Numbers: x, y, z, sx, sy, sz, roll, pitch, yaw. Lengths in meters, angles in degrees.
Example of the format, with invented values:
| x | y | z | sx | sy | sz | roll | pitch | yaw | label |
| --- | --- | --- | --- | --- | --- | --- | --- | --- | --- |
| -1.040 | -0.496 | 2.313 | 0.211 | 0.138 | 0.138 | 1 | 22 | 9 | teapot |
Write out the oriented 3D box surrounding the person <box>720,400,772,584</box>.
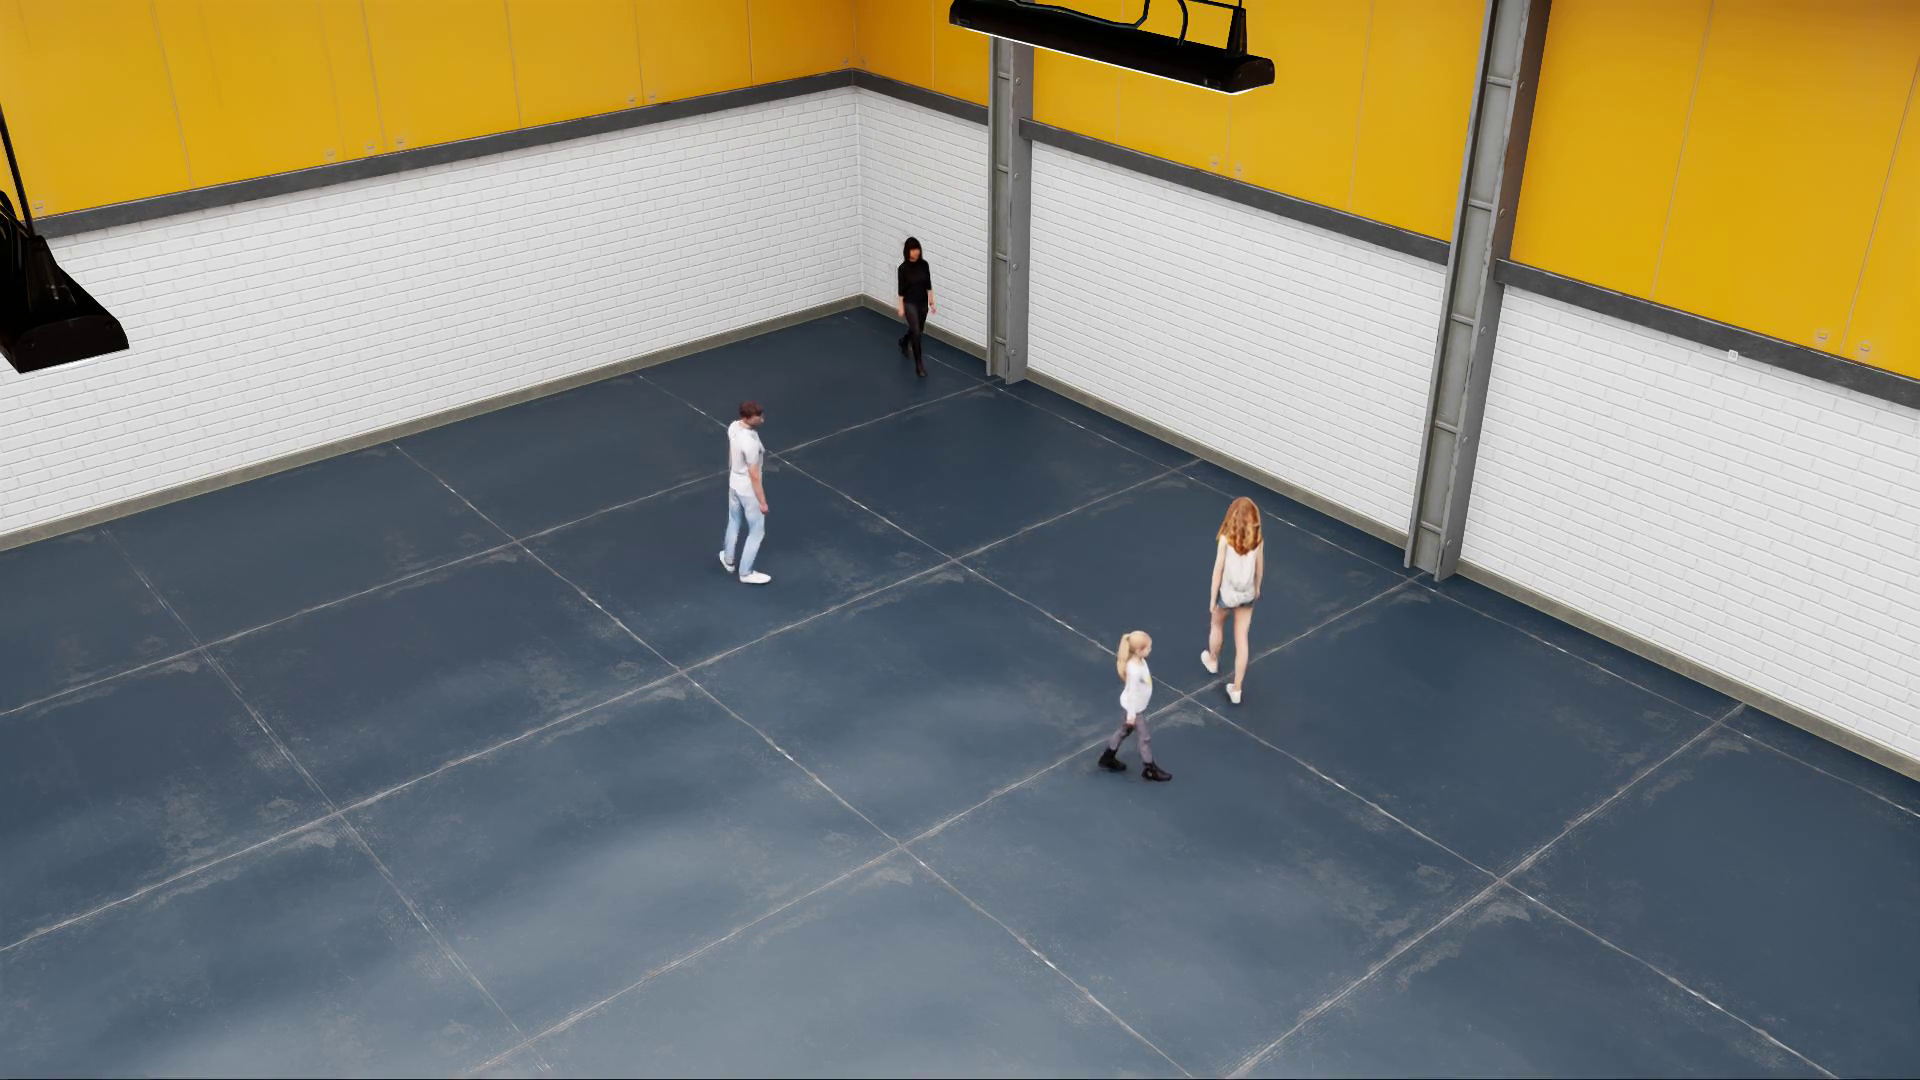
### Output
| x | y | z | sx | sy | sz | roll | pitch | yaw | label |
| --- | --- | --- | --- | --- | --- | --- | --- | --- | --- |
| -1.972 | -0.450 | 14.988 | 0.989 | 1.821 | 0.514 | -25 | 38 | -38 | person |

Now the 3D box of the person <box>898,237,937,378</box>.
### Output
| x | y | z | sx | sy | sz | roll | pitch | yaw | label |
| --- | --- | --- | --- | --- | --- | --- | --- | --- | --- |
| -0.554 | -2.774 | 19.464 | 0.675 | 1.614 | 1.066 | -17 | 33 | -28 | person |

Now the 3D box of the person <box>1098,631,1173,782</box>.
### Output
| x | y | z | sx | sy | sz | roll | pitch | yaw | label |
| --- | --- | --- | --- | --- | --- | --- | --- | --- | --- |
| 1.249 | 1.236 | 12.481 | 0.851 | 1.260 | 0.795 | 2 | 29 | 4 | person |

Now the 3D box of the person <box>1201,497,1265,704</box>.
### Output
| x | y | z | sx | sy | sz | roll | pitch | yaw | label |
| --- | --- | --- | --- | --- | --- | --- | --- | --- | --- |
| 2.232 | 0.522 | 13.291 | 0.899 | 1.738 | 1.037 | -4 | 29 | -8 | person |
